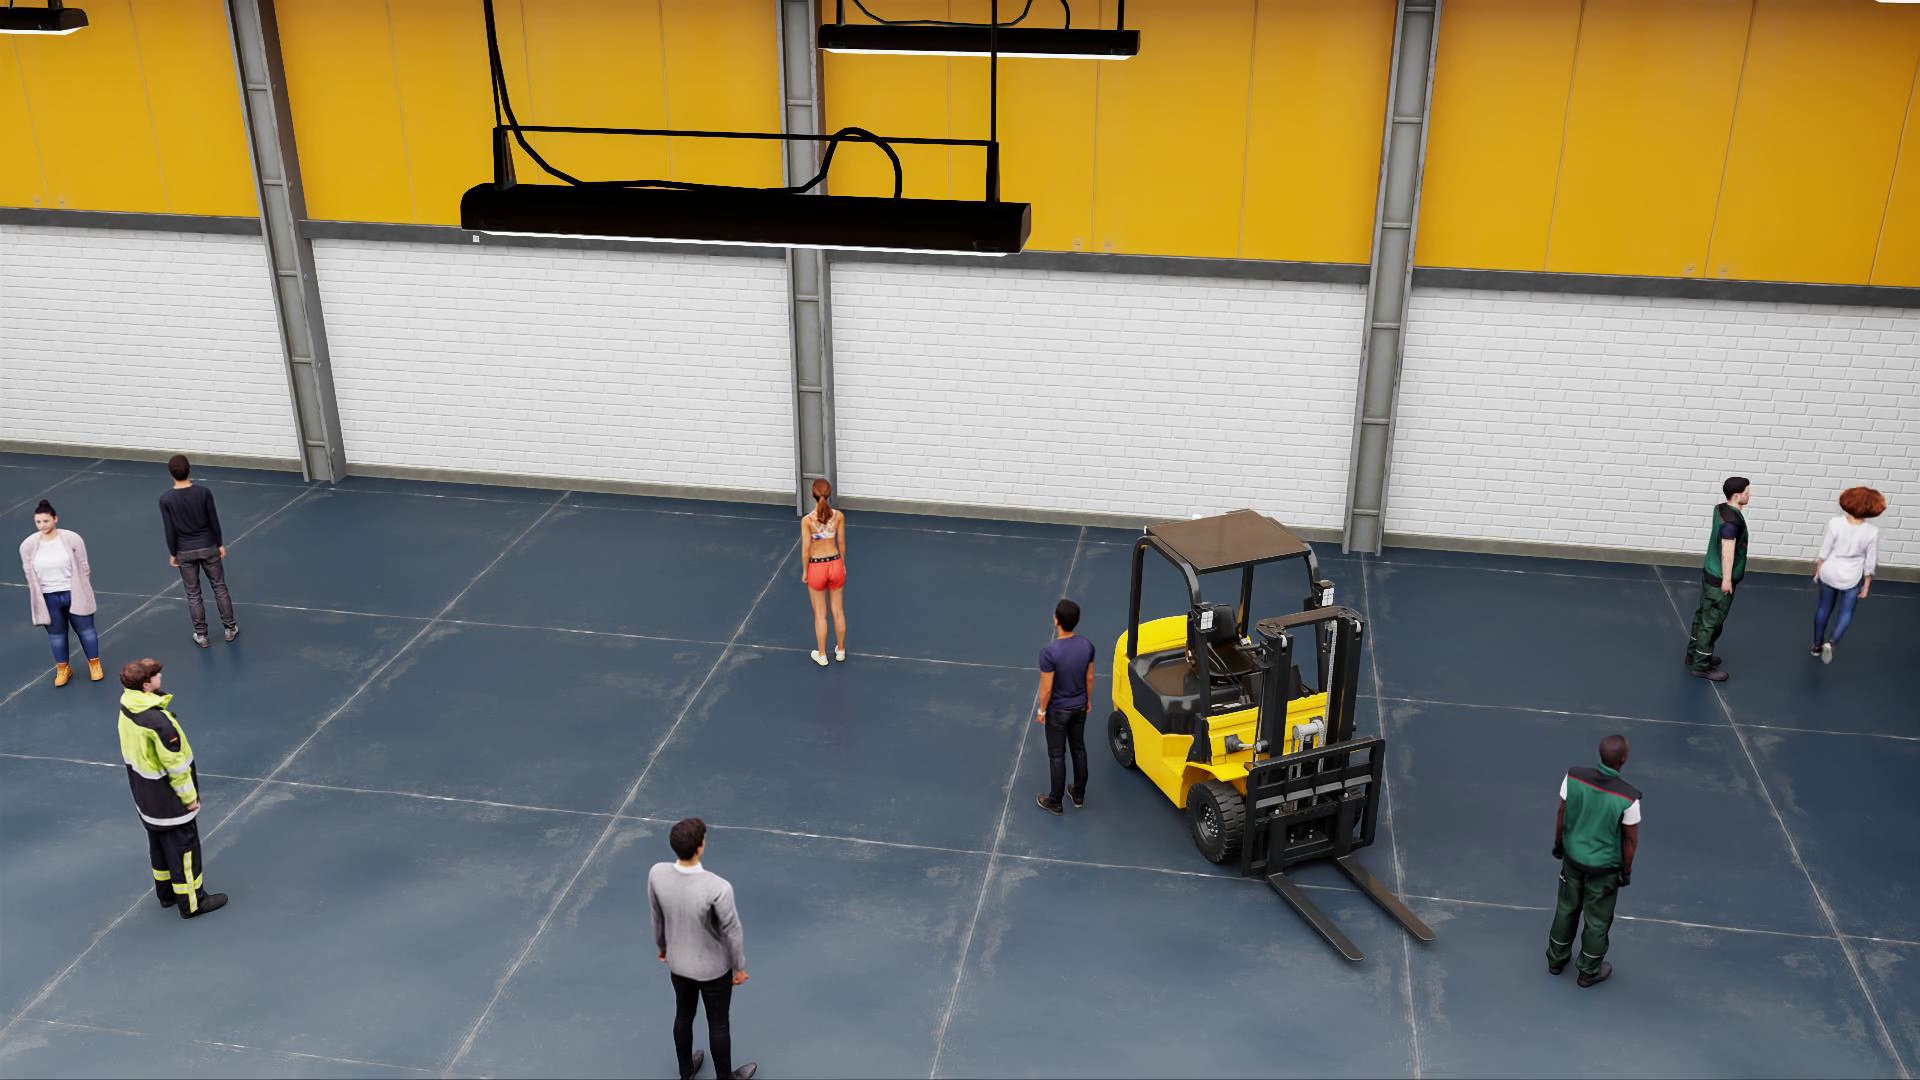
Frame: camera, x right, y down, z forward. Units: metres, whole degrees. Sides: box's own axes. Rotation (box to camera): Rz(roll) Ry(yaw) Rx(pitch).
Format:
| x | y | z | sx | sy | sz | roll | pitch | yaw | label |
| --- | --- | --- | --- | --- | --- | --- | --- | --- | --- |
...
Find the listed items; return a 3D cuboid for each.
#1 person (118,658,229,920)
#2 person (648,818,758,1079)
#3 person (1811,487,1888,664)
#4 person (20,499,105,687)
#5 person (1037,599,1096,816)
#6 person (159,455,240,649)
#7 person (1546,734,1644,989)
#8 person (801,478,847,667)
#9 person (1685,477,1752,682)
| x | y | z | sx | sy | sz | roll | pitch | yaw | label |
| --- | --- | --- | --- | --- | --- | --- | --- | --- | --- |
| -5.571 | 1.715 | 11.632 | 0.780 | 1.982 | 0.930 | 17 | 29 | 34 | person |
| -1.567 | 2.492 | 9.929 | 0.633 | 1.923 | 0.849 | 9 | 25 | 19 | person |
| 8.003 | 0.349 | 15.122 | 0.936 | 1.691 | 0.949 | 18 | 30 | 36 | person |
| -7.993 | 0.455 | 14.815 | 0.742 | 1.743 | 0.855 | -8 | 25 | -17 | person |
| 0.823 | 1.286 | 12.849 | 0.689 | 1.793 | 0.773 | -13 | 27 | -27 | person |
| -7.096 | 0.097 | 15.473 | 0.699 | 1.870 | 0.778 | -13 | 27 | -28 | person |
| 4.164 | 2.092 | 10.949 | 0.740 | 1.838 | 0.843 | 22 | 32 | 40 | person |
| -1.226 | 0.291 | 15.129 | 0.634 | 1.791 | 0.722 | -9 | 25 | -19 | person |
| 6.829 | 0.315 | 14.937 | 0.572 | 1.901 | 0.671 | 5 | 24 | 12 | person |
